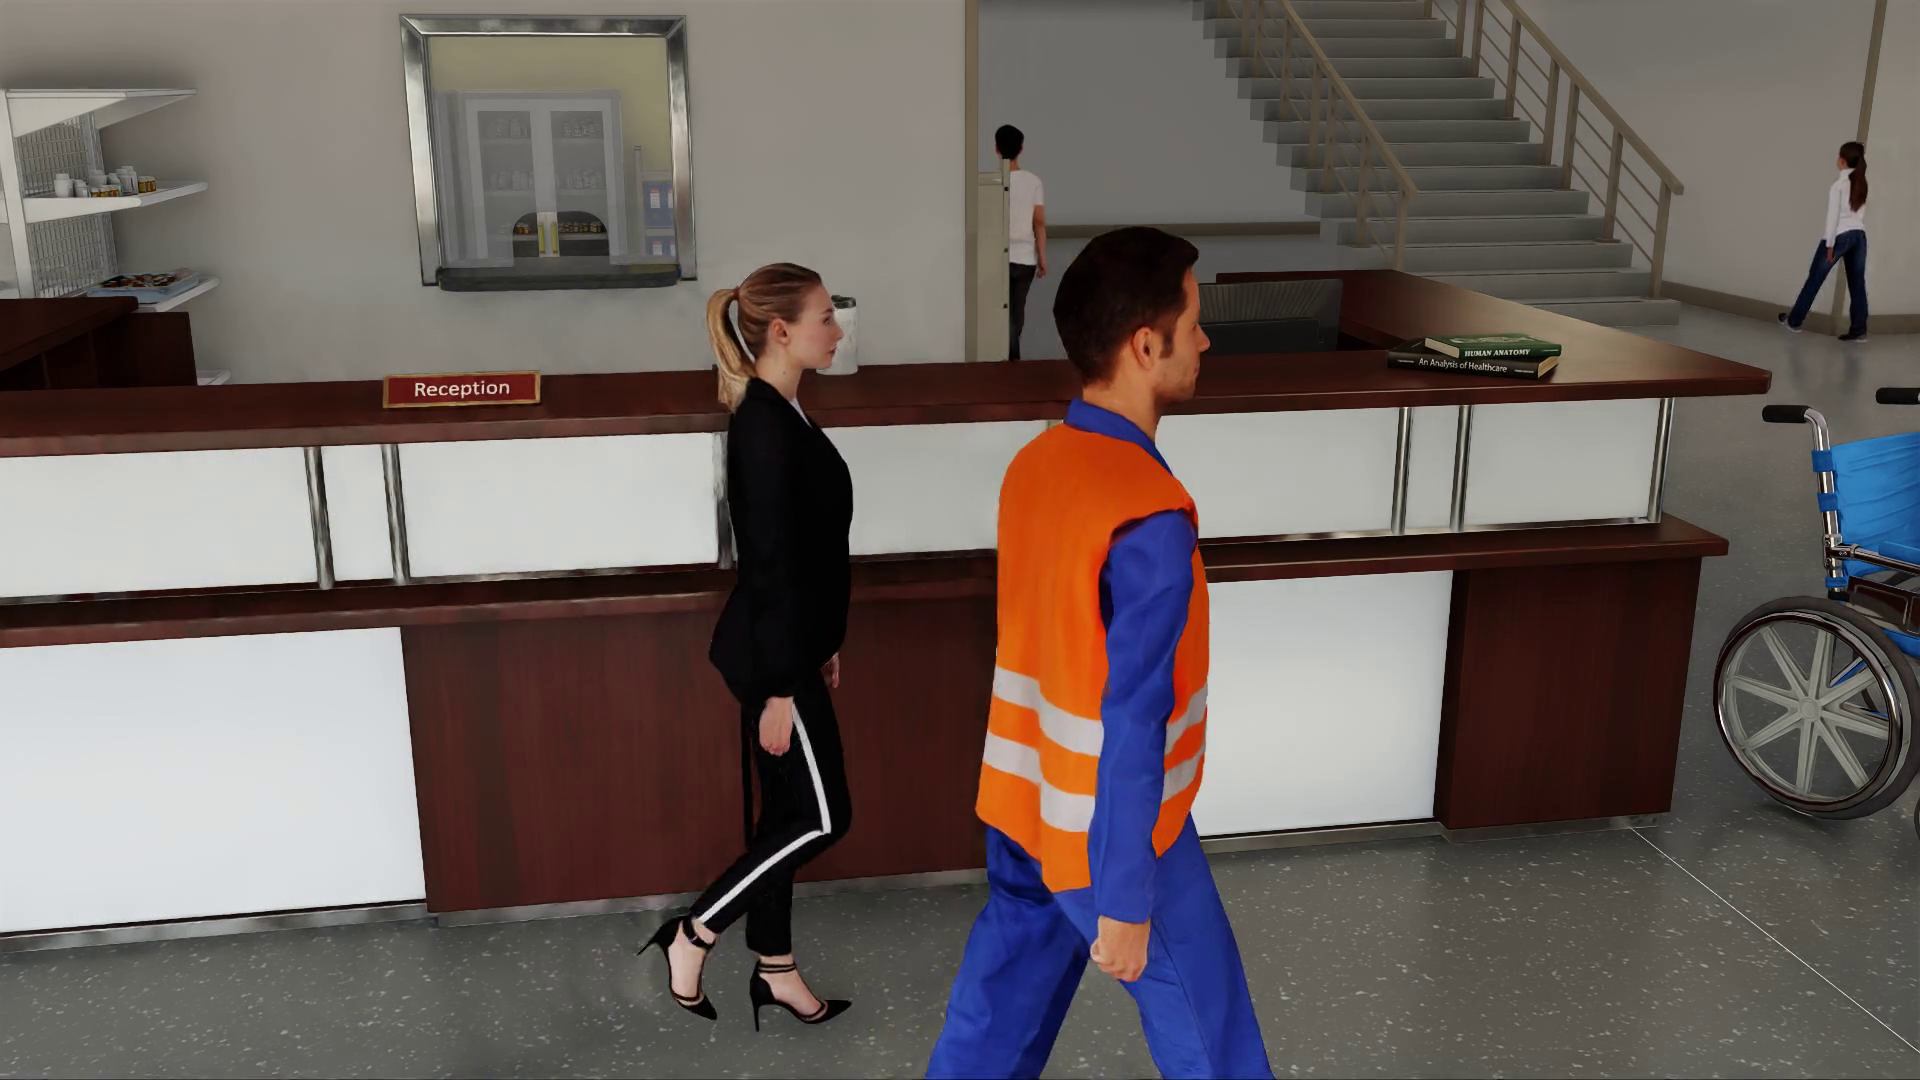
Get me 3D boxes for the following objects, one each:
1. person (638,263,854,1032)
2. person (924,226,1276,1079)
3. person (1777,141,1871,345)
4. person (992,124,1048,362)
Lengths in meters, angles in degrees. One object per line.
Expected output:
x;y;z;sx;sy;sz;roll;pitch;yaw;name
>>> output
-0.467;0.280;3.496;0.680;1.694;0.650;-3;16;-11;person
0.118;0.487;2.540;0.930;1.816;1.175;-6;17;-20;person
6.858;-2.248;12.793;0.538;1.515;1.039;-3;16;-10;person
0.337;-1.863;11.068;0.652;1.680;1.061;-3;16;-11;person
